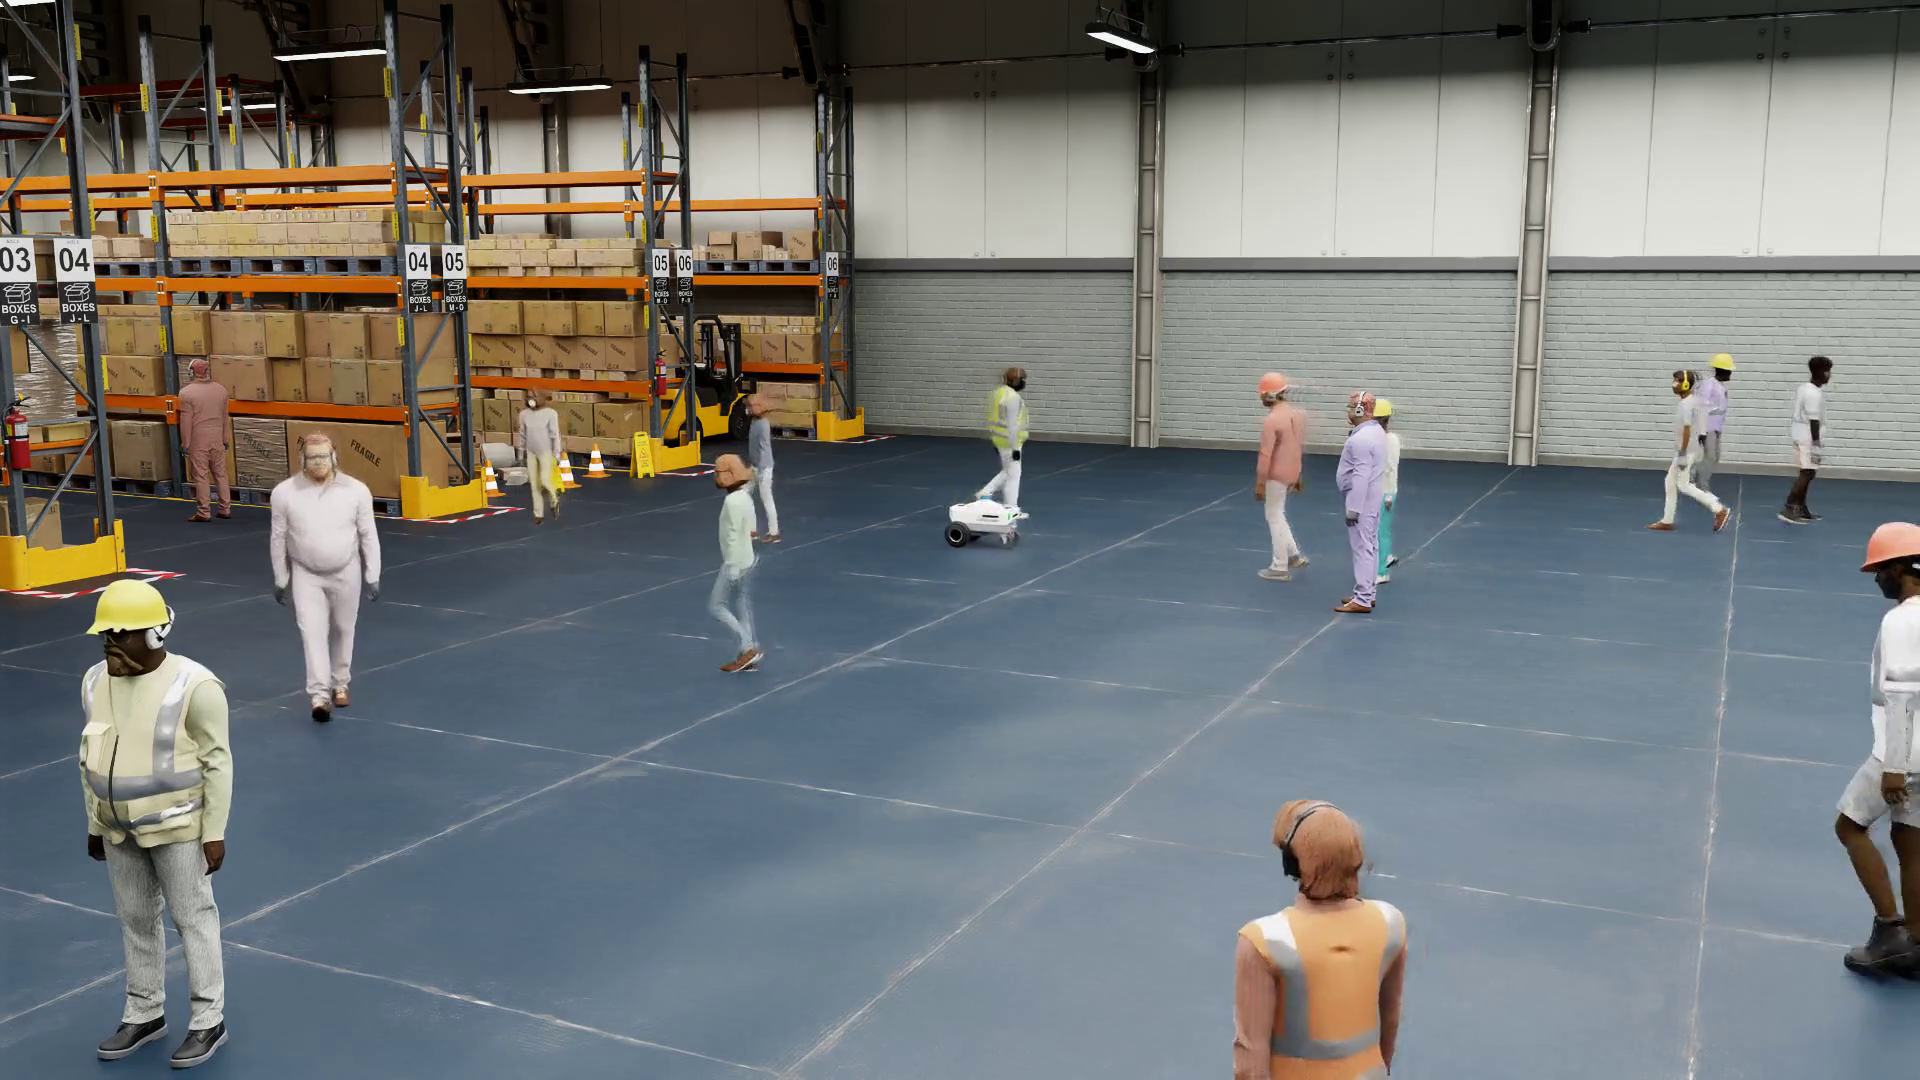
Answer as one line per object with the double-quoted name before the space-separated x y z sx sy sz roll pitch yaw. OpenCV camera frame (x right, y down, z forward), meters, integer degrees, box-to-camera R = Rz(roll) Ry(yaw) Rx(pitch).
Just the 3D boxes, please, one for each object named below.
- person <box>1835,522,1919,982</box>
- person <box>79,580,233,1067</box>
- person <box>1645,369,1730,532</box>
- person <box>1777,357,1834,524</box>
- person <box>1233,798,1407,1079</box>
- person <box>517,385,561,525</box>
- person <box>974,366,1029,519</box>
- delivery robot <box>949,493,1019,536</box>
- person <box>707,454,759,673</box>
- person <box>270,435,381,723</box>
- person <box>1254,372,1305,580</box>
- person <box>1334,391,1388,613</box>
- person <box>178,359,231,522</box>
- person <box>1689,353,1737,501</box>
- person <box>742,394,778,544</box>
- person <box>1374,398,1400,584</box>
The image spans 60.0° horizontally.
"person" 3.931 0.883 6.971 0.606 1.887 0.522 -7 11 -35
"person" -2.990 1.043 6.155 0.600 1.829 0.404 2 10 14
"person" 8.181 -0.985 18.592 0.786 1.843 0.523 4 10 21
"person" 9.851 -1.161 19.381 0.517 1.946 0.688 3 10 18
"person" 0.893 1.452 4.339 0.545 1.599 0.805 -3 10 -20
"person" -4.867 -0.978 19.206 0.521 1.618 0.367 3 10 15
"person" 0.529 -1.127 19.536 0.570 1.819 0.642 -1 9 -8
"delivery robot" 0.260 -0.252 17.714 0.707 0.478 0.477 3 10 19
"person" -1.667 0.184 12.072 0.352 1.617 0.520 0 9 -2
"person" -4.145 0.251 10.910 0.673 1.855 0.960 -4 10 -24
"person" 2.976 -0.592 15.753 0.464 1.972 0.643 7 11 36
"person" 3.433 -0.324 14.310 0.400 1.910 0.643 5 10 26
"person" -8.851 -1.162 19.449 0.401 1.906 0.651 5 10 27
"person" 9.577 -1.449 21.266 0.639 1.893 0.620 9 13 44
"person" -2.212 -0.754 17.856 0.583 1.610 0.598 -4 10 -23
"person" 3.886 -0.448 15.491 0.374 1.753 0.533 -3 10 -19
